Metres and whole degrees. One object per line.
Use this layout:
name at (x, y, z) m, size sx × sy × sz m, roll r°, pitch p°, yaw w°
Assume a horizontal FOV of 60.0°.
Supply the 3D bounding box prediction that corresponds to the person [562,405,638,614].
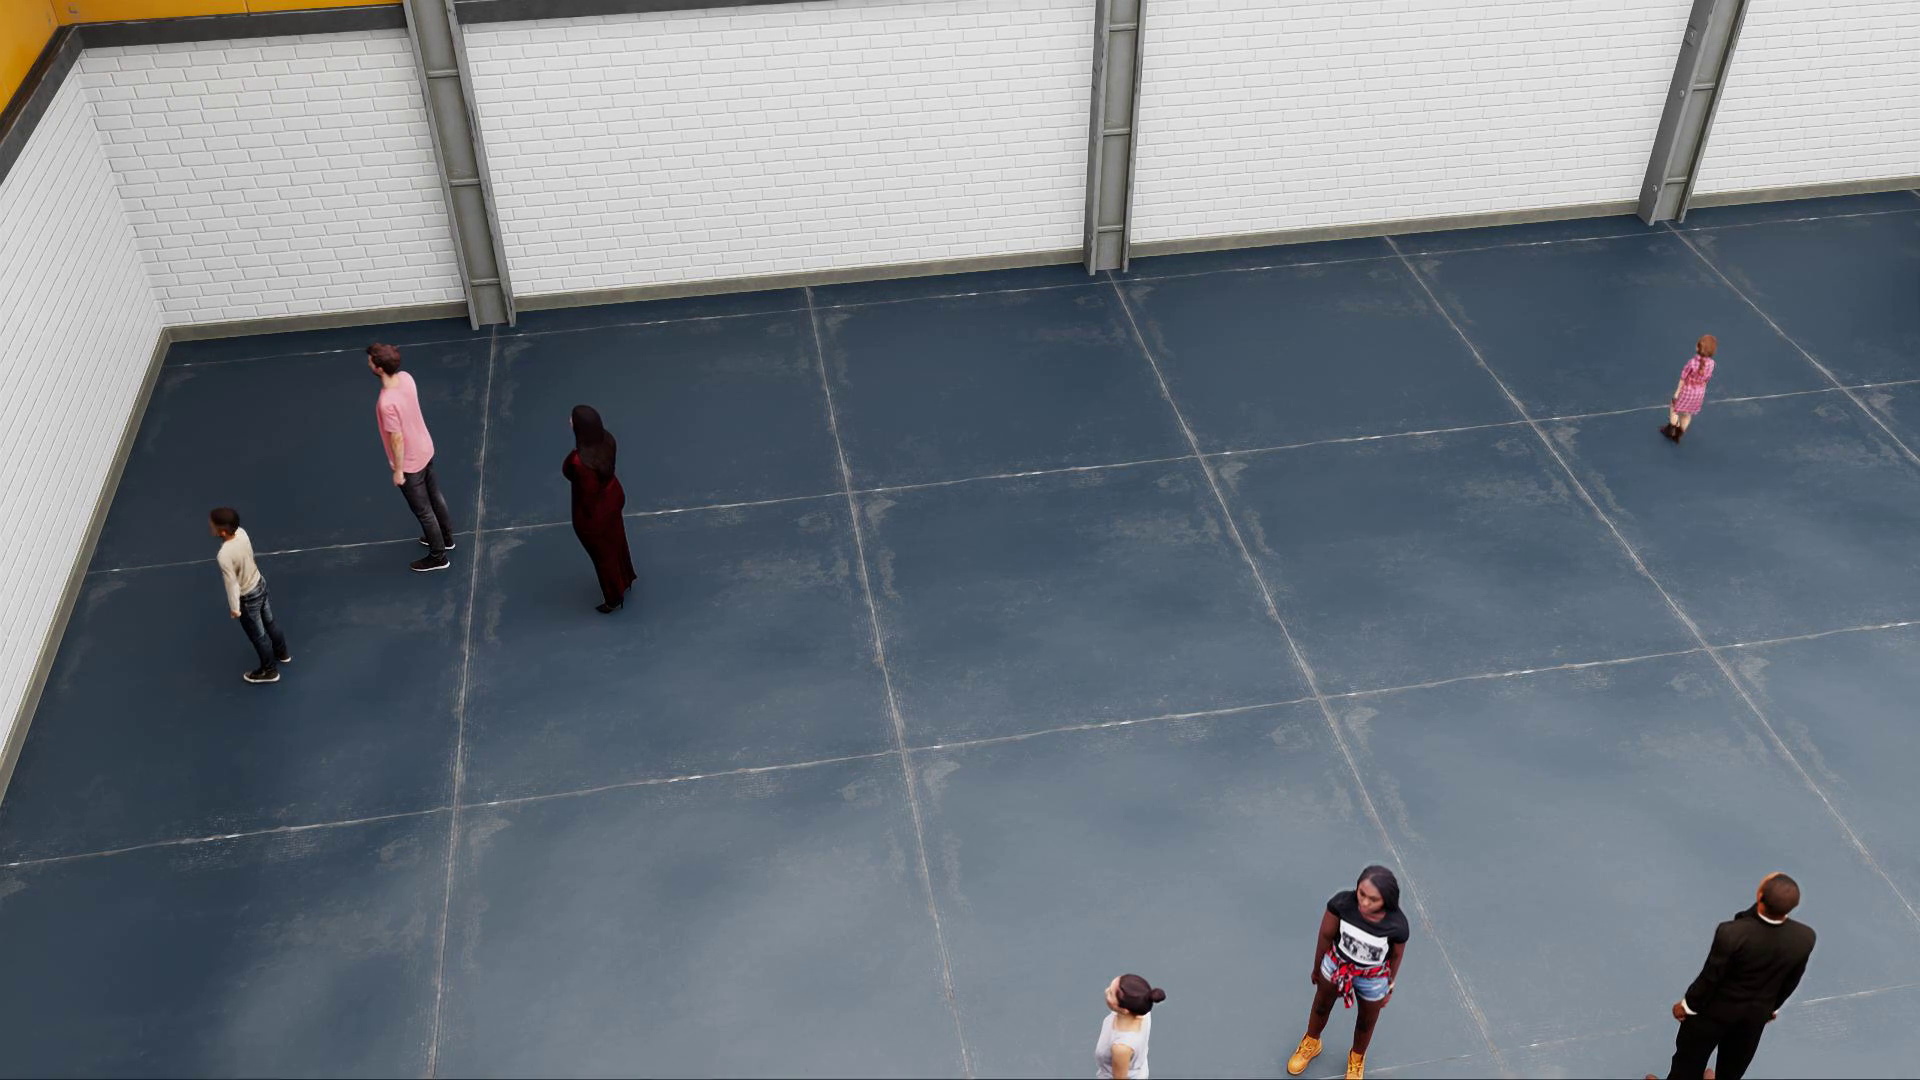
person at (-2.627, -0.243, 12.149) m, size 0.715 × 1.757 × 0.741 m, roll 5°, pitch 39°, yaw 7°

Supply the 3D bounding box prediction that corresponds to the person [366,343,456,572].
person at (-4.104, -0.628, 12.471) m, size 0.635 × 1.958 × 0.686 m, roll 2°, pitch 39°, yaw 3°

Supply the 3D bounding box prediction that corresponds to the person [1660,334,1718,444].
person at (6.173, -1.249, 14.003) m, size 0.384 × 1.014 × 0.492 m, roll -6°, pitch 39°, yaw -7°

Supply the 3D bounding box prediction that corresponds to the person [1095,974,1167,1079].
person at (0.832, 2.750, 8.523) m, size 0.671 × 1.605 × 0.648 m, roll 9°, pitch 40°, yaw 11°

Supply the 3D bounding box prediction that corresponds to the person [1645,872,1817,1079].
person at (4.042, 2.421, 8.695) m, size 0.635 × 1.904 × 0.808 m, roll 1°, pitch 39°, yaw 2°

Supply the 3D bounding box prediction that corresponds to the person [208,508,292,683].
person at (-4.977, 0.369, 11.620) m, size 0.567 × 1.461 × 0.590 m, roll 4°, pitch 39°, yaw 4°

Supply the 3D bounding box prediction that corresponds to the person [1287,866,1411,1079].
person at (2.124, 2.338, 8.940) m, size 0.709 × 1.727 × 0.787 m, roll 17°, pitch 42°, yaw 20°
